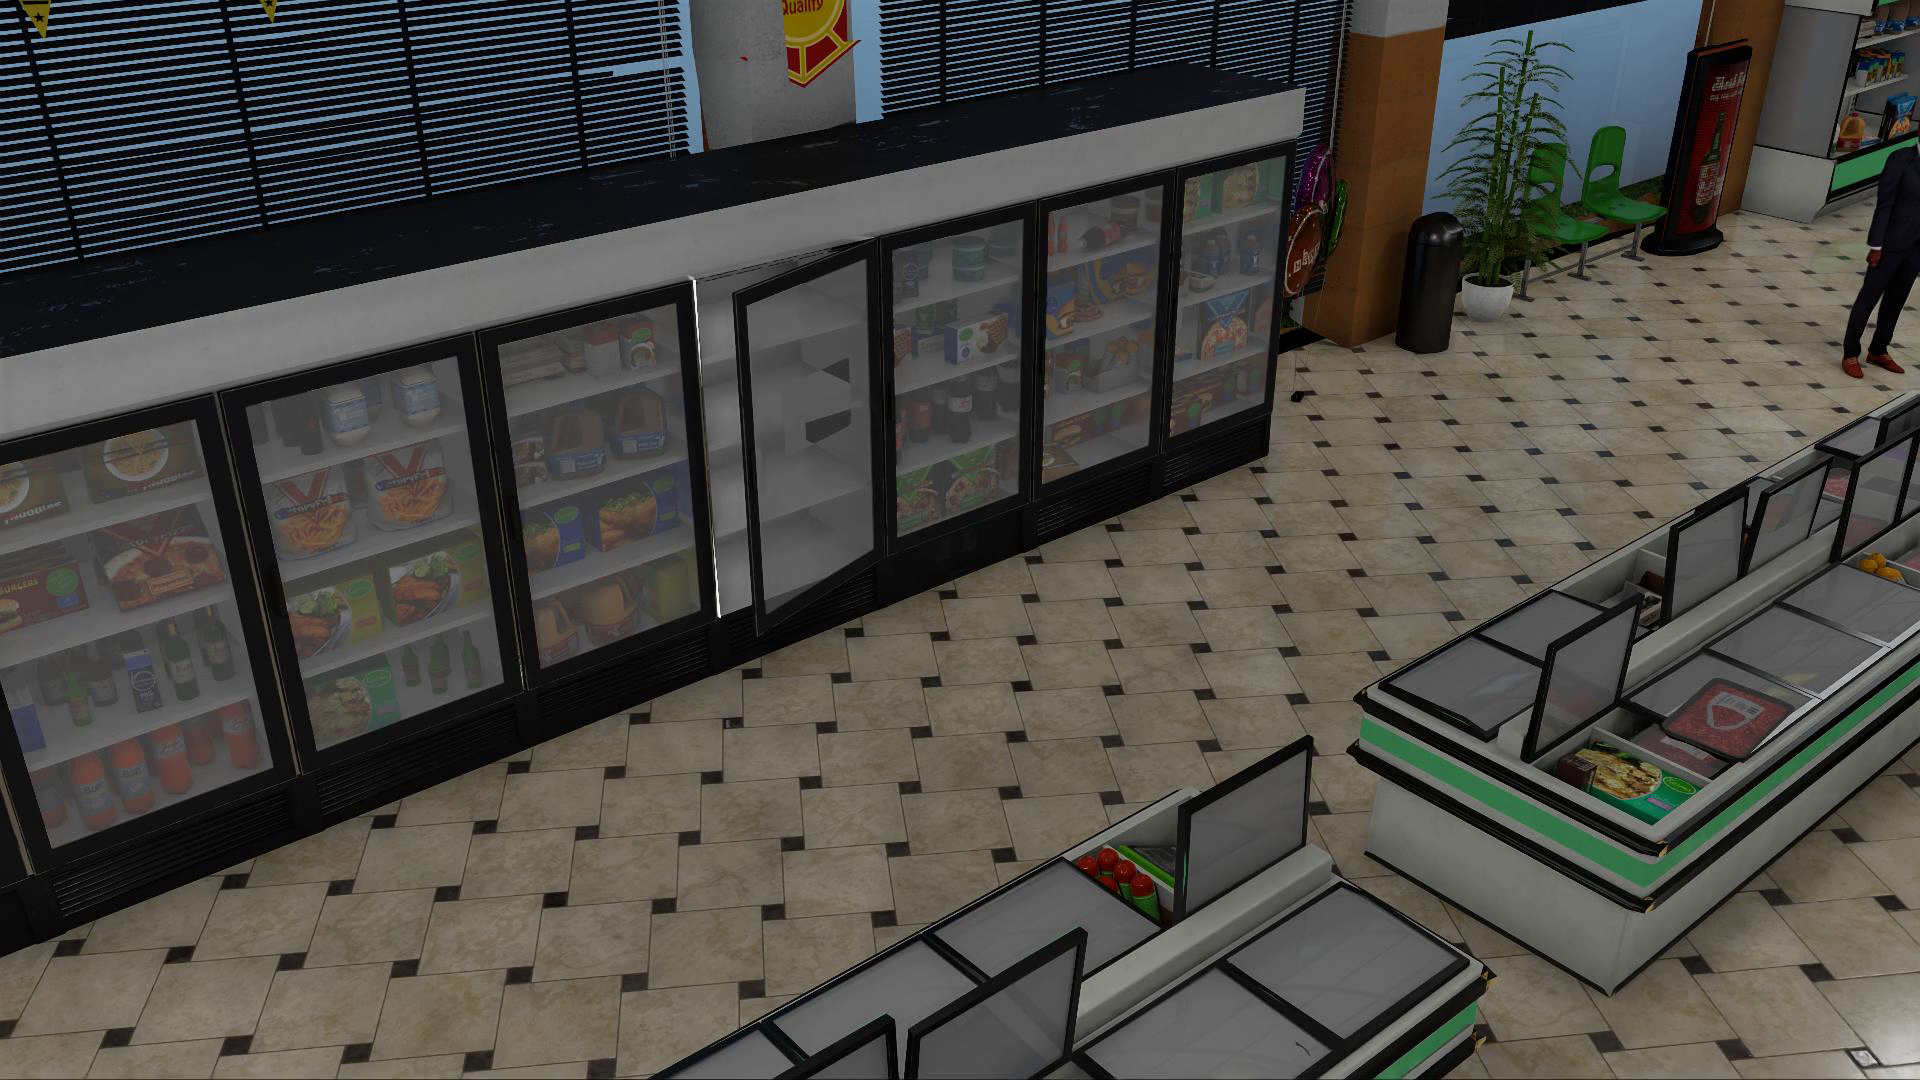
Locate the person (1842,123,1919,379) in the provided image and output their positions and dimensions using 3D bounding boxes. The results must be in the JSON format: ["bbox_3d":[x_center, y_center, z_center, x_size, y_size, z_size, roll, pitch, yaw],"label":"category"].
[{"bbox_3d":[6.494,-2.047,11.489,0.707,1.824,0.841,-7,28,-13],"label":"person"}]
